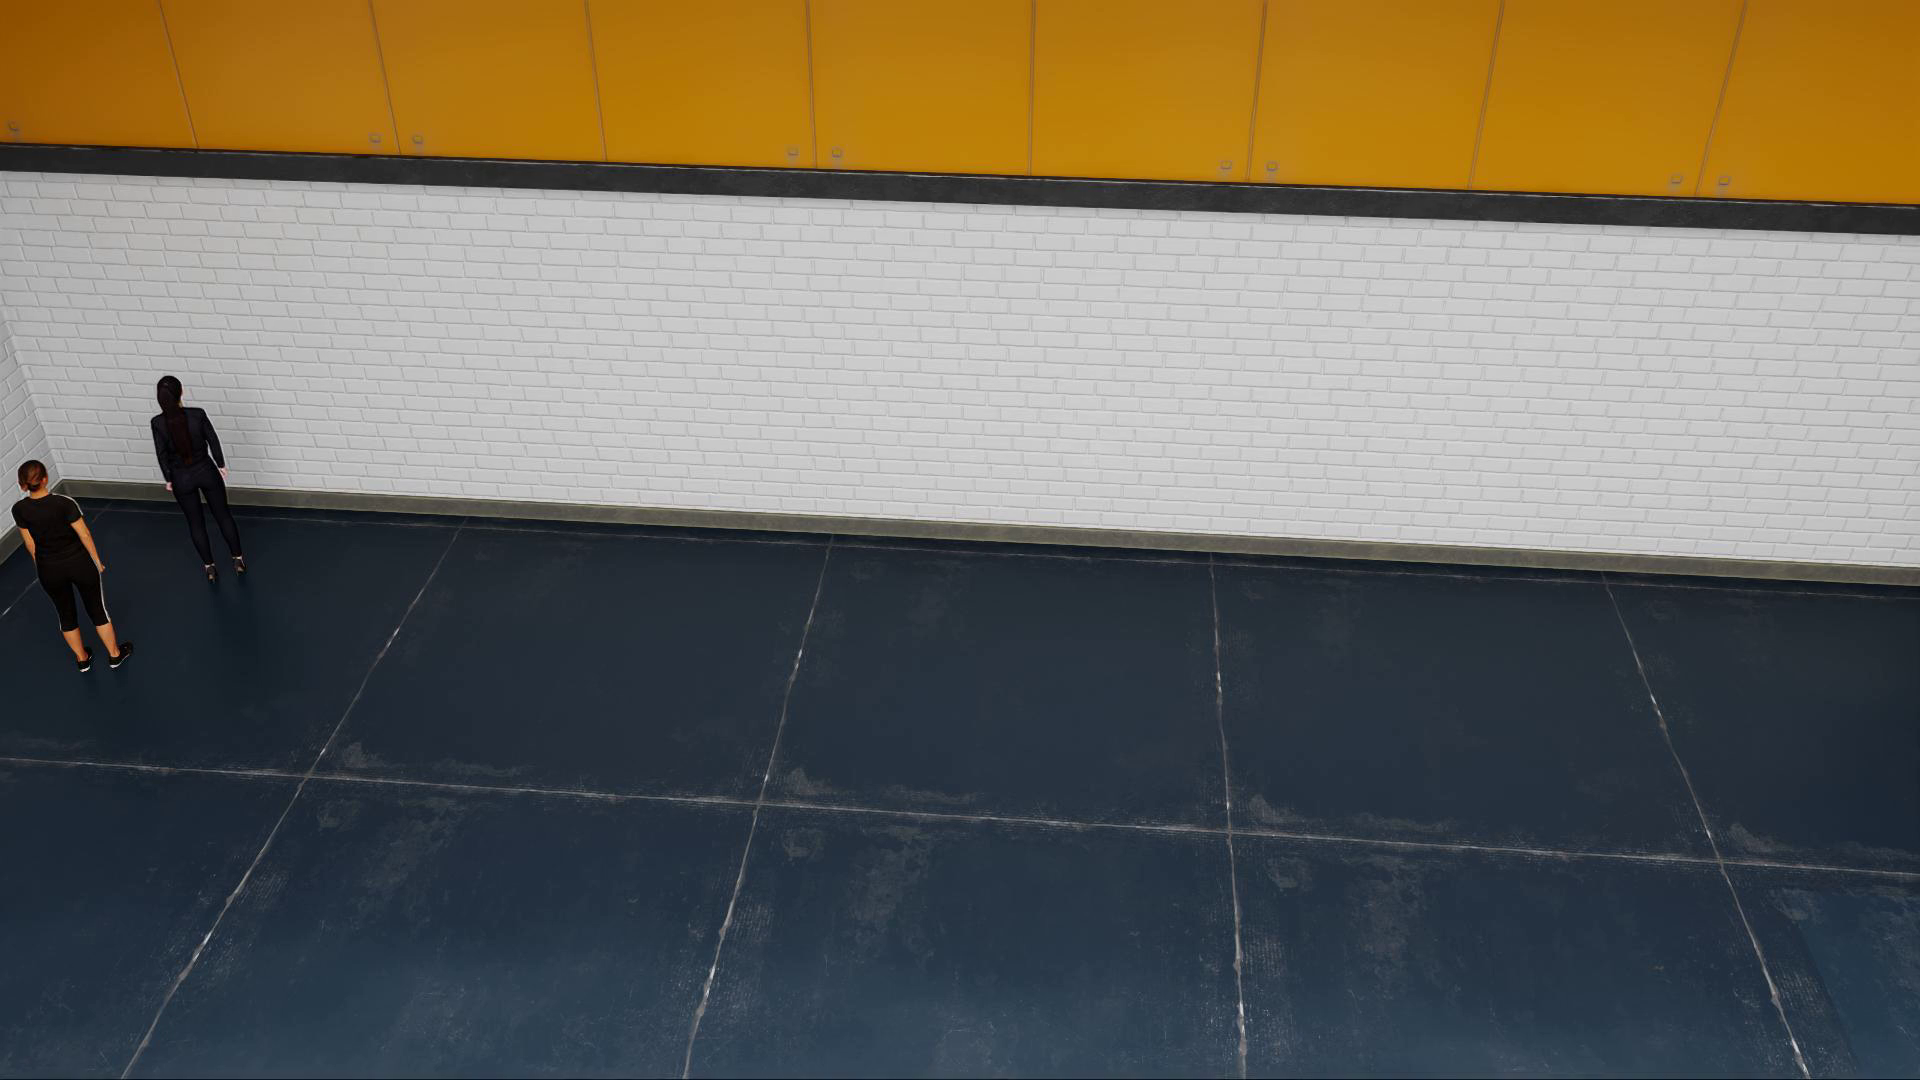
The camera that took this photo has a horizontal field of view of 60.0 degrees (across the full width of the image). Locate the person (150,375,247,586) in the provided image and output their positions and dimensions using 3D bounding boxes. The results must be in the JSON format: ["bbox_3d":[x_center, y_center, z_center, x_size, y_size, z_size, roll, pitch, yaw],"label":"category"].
[{"bbox_3d":[-5.680,-0.456,12.369,0.648,1.711,0.653,-16,37,-22],"label":"person"}]

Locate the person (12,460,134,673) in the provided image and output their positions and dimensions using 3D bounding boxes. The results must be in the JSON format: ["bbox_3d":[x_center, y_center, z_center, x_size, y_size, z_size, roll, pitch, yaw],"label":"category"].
[{"bbox_3d":[-6.158,0.174,11.458,0.637,1.669,0.612,-6,34,-9],"label":"person"}]
